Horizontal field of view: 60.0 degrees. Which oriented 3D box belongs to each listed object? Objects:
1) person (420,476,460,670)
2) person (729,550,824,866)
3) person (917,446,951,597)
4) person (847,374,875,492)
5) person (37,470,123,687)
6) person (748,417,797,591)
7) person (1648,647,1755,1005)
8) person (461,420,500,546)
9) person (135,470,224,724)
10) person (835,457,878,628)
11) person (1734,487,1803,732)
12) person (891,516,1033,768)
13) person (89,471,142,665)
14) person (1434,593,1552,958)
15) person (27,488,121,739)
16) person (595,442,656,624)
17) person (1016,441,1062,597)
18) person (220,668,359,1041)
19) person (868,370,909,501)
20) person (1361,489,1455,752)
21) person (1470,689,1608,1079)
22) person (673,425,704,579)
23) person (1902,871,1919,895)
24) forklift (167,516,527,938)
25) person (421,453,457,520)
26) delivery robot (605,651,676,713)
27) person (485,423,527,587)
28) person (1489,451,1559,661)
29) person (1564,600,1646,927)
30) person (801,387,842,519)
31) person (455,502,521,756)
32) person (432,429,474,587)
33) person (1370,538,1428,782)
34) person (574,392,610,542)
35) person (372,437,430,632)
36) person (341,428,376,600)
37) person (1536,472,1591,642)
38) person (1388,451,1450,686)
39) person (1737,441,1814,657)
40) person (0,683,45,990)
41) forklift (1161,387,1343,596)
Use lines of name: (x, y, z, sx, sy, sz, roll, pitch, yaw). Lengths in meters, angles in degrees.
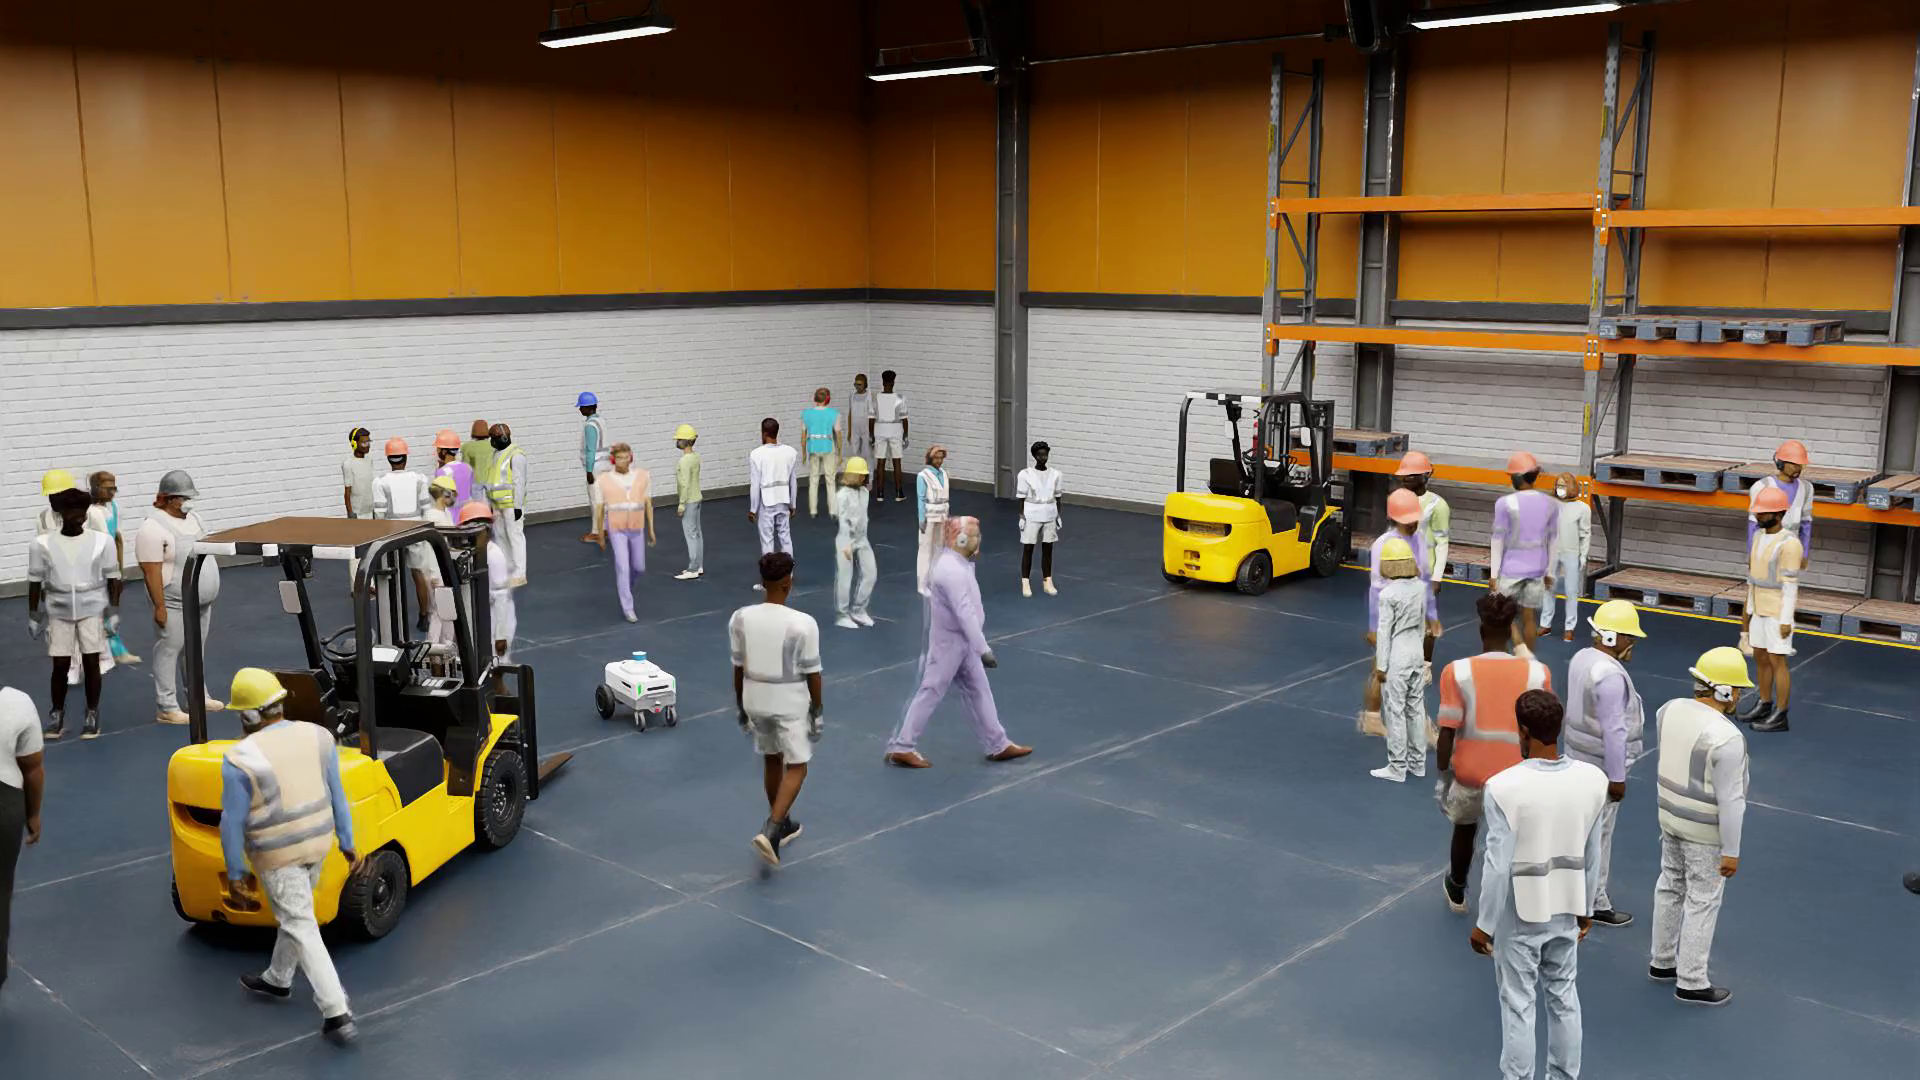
person: (-4.696, 0.289, 15.050, 0.344, 1.717, 0.578, 0, 10, 0)
person: (-1.137, 1.018, 10.232, 0.614, 1.939, 0.812, 4, 11, 21)
person: (-0.284, -0.216, 18.120, 0.312, 1.636, 0.520, 7, 12, 36)
person: (-1.522, -1.660, 25.771, 0.504, 1.840, 0.345, 5, 11, 25)
person: (-7.661, 0.327, 14.344, 0.609, 1.868, 0.972, 1, 10, 7)
person: (-2.053, -0.387, 18.302, 0.596, 1.915, 0.380, -8, 13, -39)
person: (3.702, 1.420, 8.305, 0.403, 1.817, 0.601, -2, 10, -11)
person: (-5.972, -0.687, 20.878, 0.525, 1.638, 0.408, -4, 11, -20)
person: (-6.189, 0.432, 13.284, 0.536, 2.000, 0.684, 2, 10, 10)
person: (-1.042, 0.033, 16.467, 0.482, 1.726, 0.493, 8, 13, 39)
person: (6.307, 0.540, 13.015, 0.409, 1.928, 0.544, -1, 10, -6)
person: (-0.021, 0.749, 12.041, 1.027, 1.849, 0.641, 1, 10, 8)
person: (-7.918, 0.244, 15.160, 0.967, 1.784, 0.538, 4, 11, 20)
person: (2.893, 1.234, 9.097, 0.603, 1.906, 0.974, 2, 10, 9)
person: (-6.798, 0.565, 12.780, 0.655, 1.949, 0.464, -4, 11, -23)
person: (-3.423, -0.104, 16.948, 0.575, 1.828, 0.740, -6, 12, -31)
person: (0.866, -0.232, 18.045, 0.535, 1.697, 0.318, -4, 11, -20)
person: (-3.210, 1.493, 8.014, 0.950, 1.779, 0.632, 5, 11, 29)
person: (-1.066, -1.561, 24.841, 0.614, 1.963, 0.362, 1, 10, 5)
person: (3.416, 0.599, 12.499, 0.866, 1.983, 0.604, 7, 12, 34)
person: (2.468, 1.583, 7.100, 0.594, 1.910, 0.384, -4, 11, -20)
person: (-3.104, -0.436, 19.000, 0.300, 1.772, 0.525, 1, 10, 6)
person: (5.773, 1.247, 9.204, 0.622, 1.855, 1.026, -2, 10, -12)
forklift: (-3.583, 0.976, 9.748, 1.214, 2.155, 2.313, 2, 10, 11)
person: (-5.399, -0.136, 17.502, 0.574, 1.696, 0.932, -1, 10, -6)
delivery robot: (-2.548, 1.133, 13.253, 0.477, 0.478, 0.707, -7, 12, -34)
person: (-5.080, -0.398, 18.626, 0.638, 1.830, 0.429, 10, 14, 44)
person: (4.868, 0.255, 14.331, 0.627, 2.029, 0.579, -2, 10, -12)
person: (3.605, 1.235, 9.330, 0.404, 1.825, 0.587, 0, 10, 2)
person: (-1.922, -1.200, 23.134, 0.570, 1.842, 0.372, 1, 10, 7)
person: (-3.521, 0.665, 12.441, 0.390, 1.882, 0.611, -7, 12, -33)
person: (-5.171, -0.162, 16.948, 0.348, 1.943, 0.542, 3, 10, 16)
person: (3.115, 0.847, 11.830, 0.485, 1.729, 0.375, -7, 12, -35)
person: (-4.719, -0.943, 21.412, 0.417, 1.939, 0.605, 0, 10, 0)
person: (-5.462, -0.041, 16.276, 0.551, 1.933, 0.365, -7, 12, -36)
person: (-6.416, -0.282, 17.886, 0.331, 1.859, 0.505, 2, 10, 12)
person: (5.798, 0.158, 16.005, 0.502, 1.632, 0.279, 9, 13, 42)
person: (3.888, 0.252, 14.305, 0.392, 2.041, 0.615, -6, 12, -31)
person: (7.532, 0.092, 15.279, 0.622, 2.030, 0.449, -1, 10, -8)
person: (-4.840, 1.339, 8.120, 0.702, 2.000, 0.539, -6, 12, -31)
forklift: (3.298, -0.608, 18.767, 1.214, 2.155, 2.313, 9, 13, 42)
